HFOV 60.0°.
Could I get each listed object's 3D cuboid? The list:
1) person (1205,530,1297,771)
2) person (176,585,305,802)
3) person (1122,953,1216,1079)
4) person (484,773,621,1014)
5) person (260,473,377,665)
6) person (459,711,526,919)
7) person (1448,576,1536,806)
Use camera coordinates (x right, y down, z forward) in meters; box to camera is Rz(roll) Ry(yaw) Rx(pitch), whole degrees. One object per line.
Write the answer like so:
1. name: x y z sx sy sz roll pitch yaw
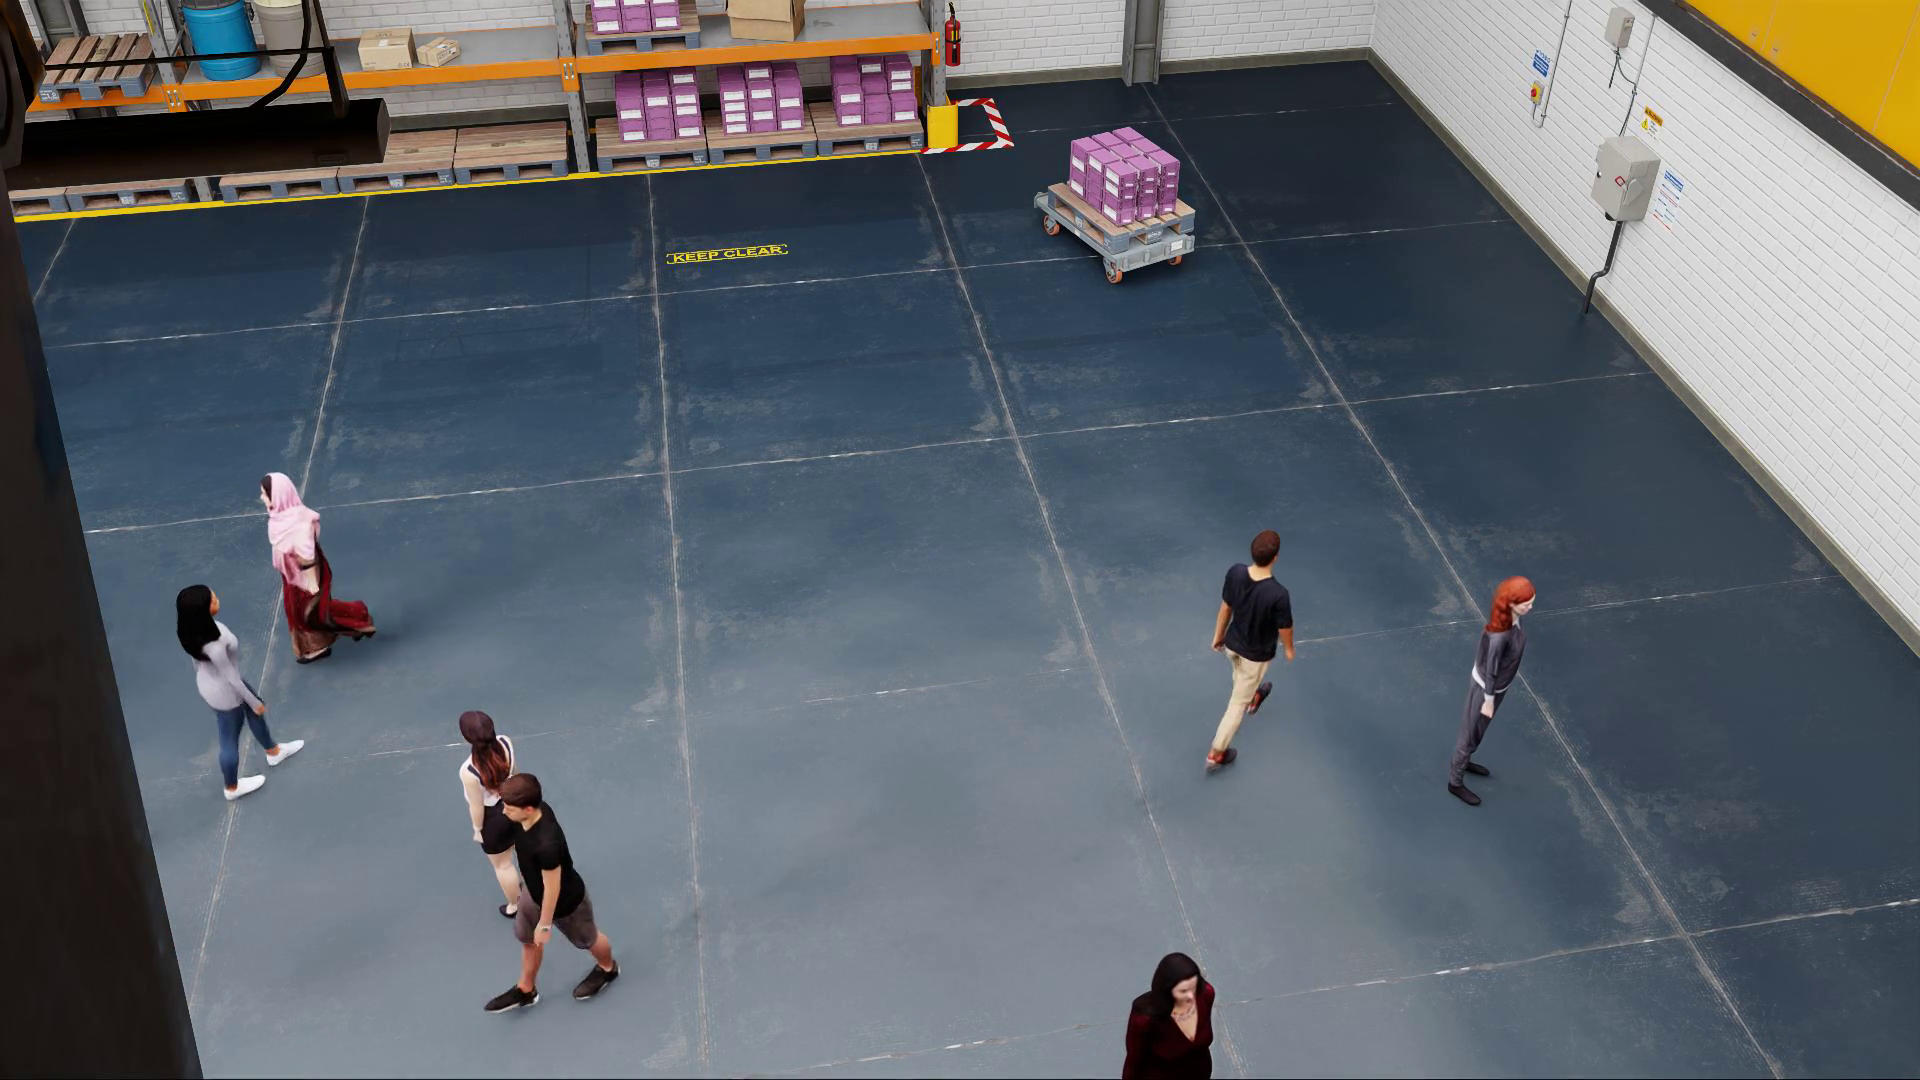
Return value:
1. person: 1.836 0.764 10.898 1.198 1.819 1.019 -29 47 -31
2. person: -4.806 1.028 10.648 0.970 1.718 0.865 -30 47 -32
3. person: 1.047 2.700 8.523 0.662 1.757 0.799 -21 43 -24
4. person: -2.206 1.950 9.403 1.137 1.832 0.969 -27 46 -30
5. person: -4.583 0.184 11.780 0.949 1.623 0.865 -31 48 -33
6. person: -2.740 1.642 9.935 0.672 1.649 0.634 17 42 20
7. person: 3.410 0.934 10.714 0.683 1.782 0.656 17 42 20
